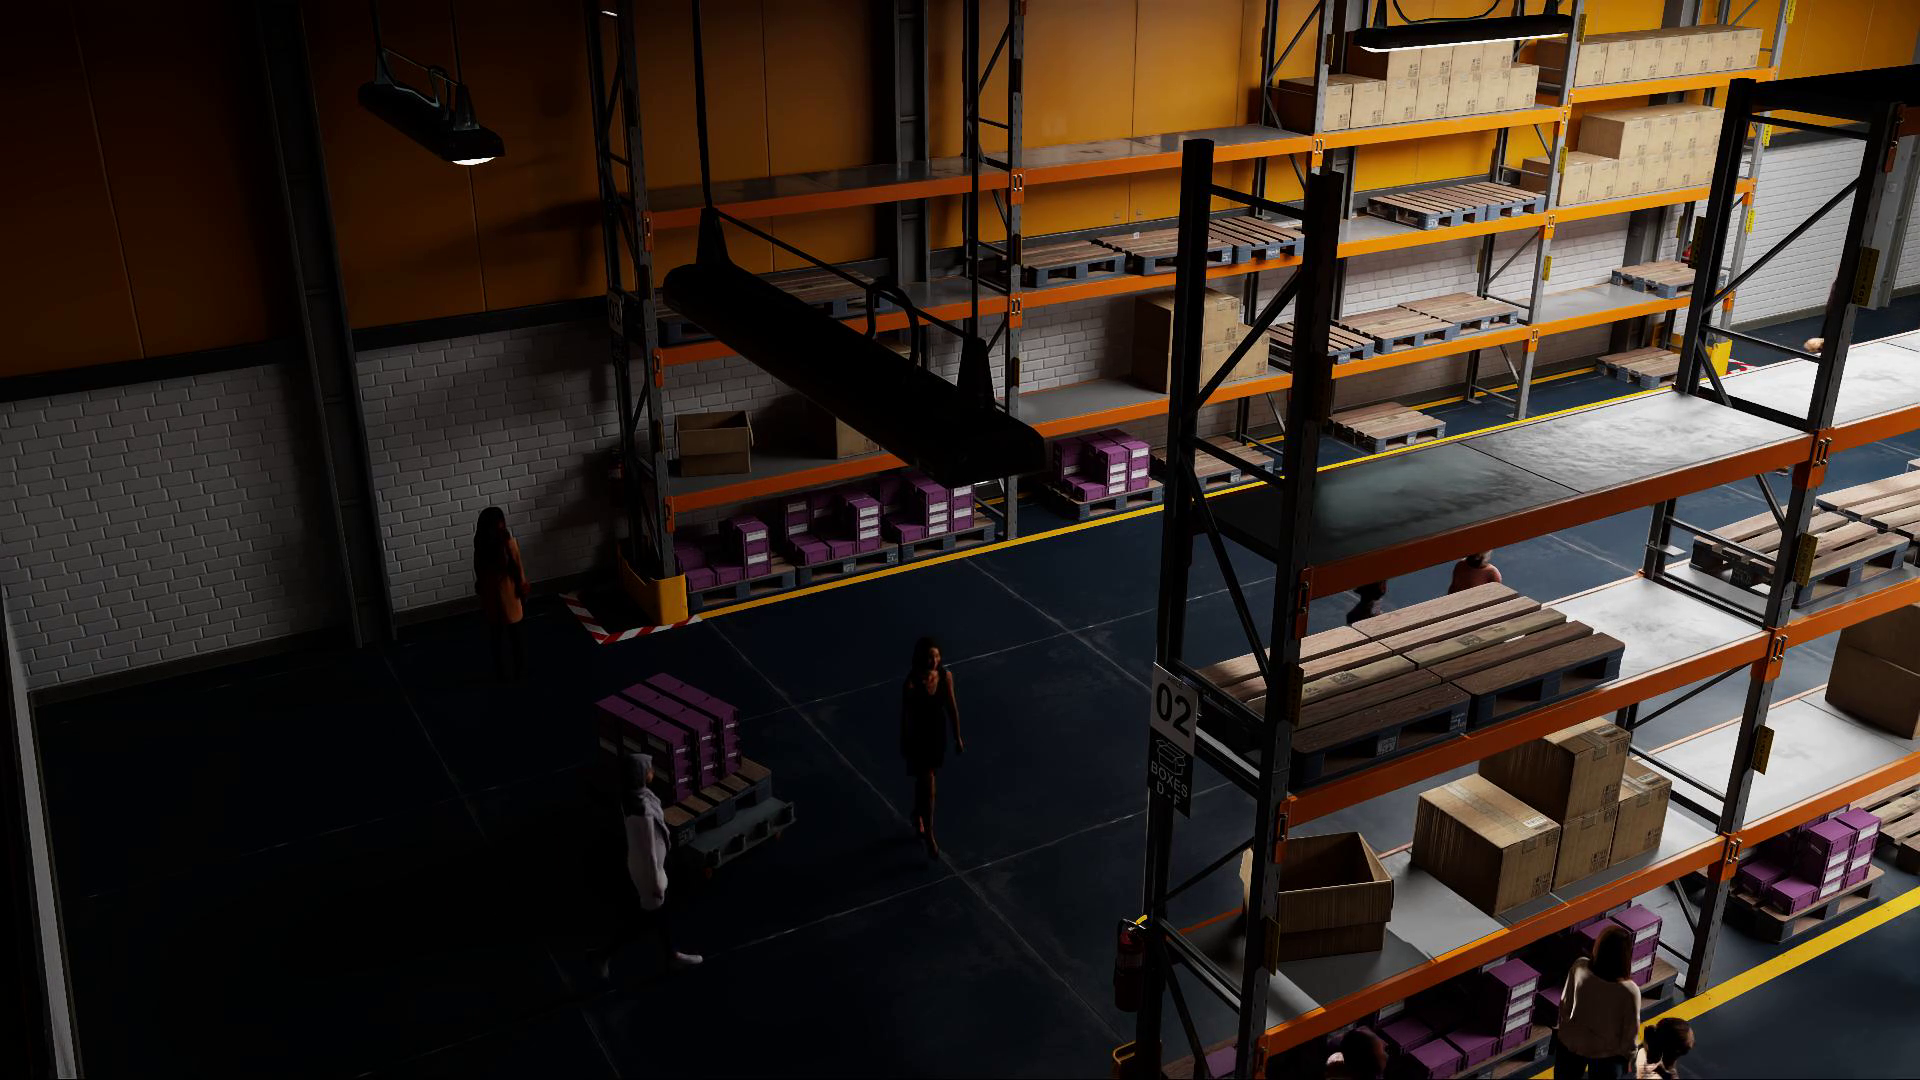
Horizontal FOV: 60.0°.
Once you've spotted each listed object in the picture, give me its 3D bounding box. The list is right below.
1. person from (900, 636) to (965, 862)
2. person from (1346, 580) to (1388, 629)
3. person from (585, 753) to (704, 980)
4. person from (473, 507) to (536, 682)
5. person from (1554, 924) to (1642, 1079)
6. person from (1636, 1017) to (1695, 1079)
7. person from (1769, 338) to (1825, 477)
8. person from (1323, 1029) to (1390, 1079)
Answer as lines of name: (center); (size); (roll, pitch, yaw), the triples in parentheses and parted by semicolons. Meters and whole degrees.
person: (-0.297, 1.525, 12.783); (0.701, 1.816, 0.651); (-15, 28, -30)
person: (3.491, 1.046, 14.025); (0.873, 1.699, 0.938); (15, 28, 30)
person: (-2.190, 2.241, 11.223); (1.073, 1.756, 0.757); (-8, 25, -18)
person: (-4.206, 0.487, 15.279); (0.767, 1.720, 0.839); (5, 24, 11)
person: (3.678, 2.954, 9.683); (0.611, 1.682, 0.668); (-20, 31, -38)
person: (3.603, 3.273, 8.936); (0.693, 1.696, 0.639); (-3, 24, -7)
person: (10.209, -1.557, 19.847); (0.943, 1.807, 0.911); (17, 29, 33)
person: (1.903, 3.313, 8.727); (1.280, 1.791, 1.118); (2, 24, 4)
